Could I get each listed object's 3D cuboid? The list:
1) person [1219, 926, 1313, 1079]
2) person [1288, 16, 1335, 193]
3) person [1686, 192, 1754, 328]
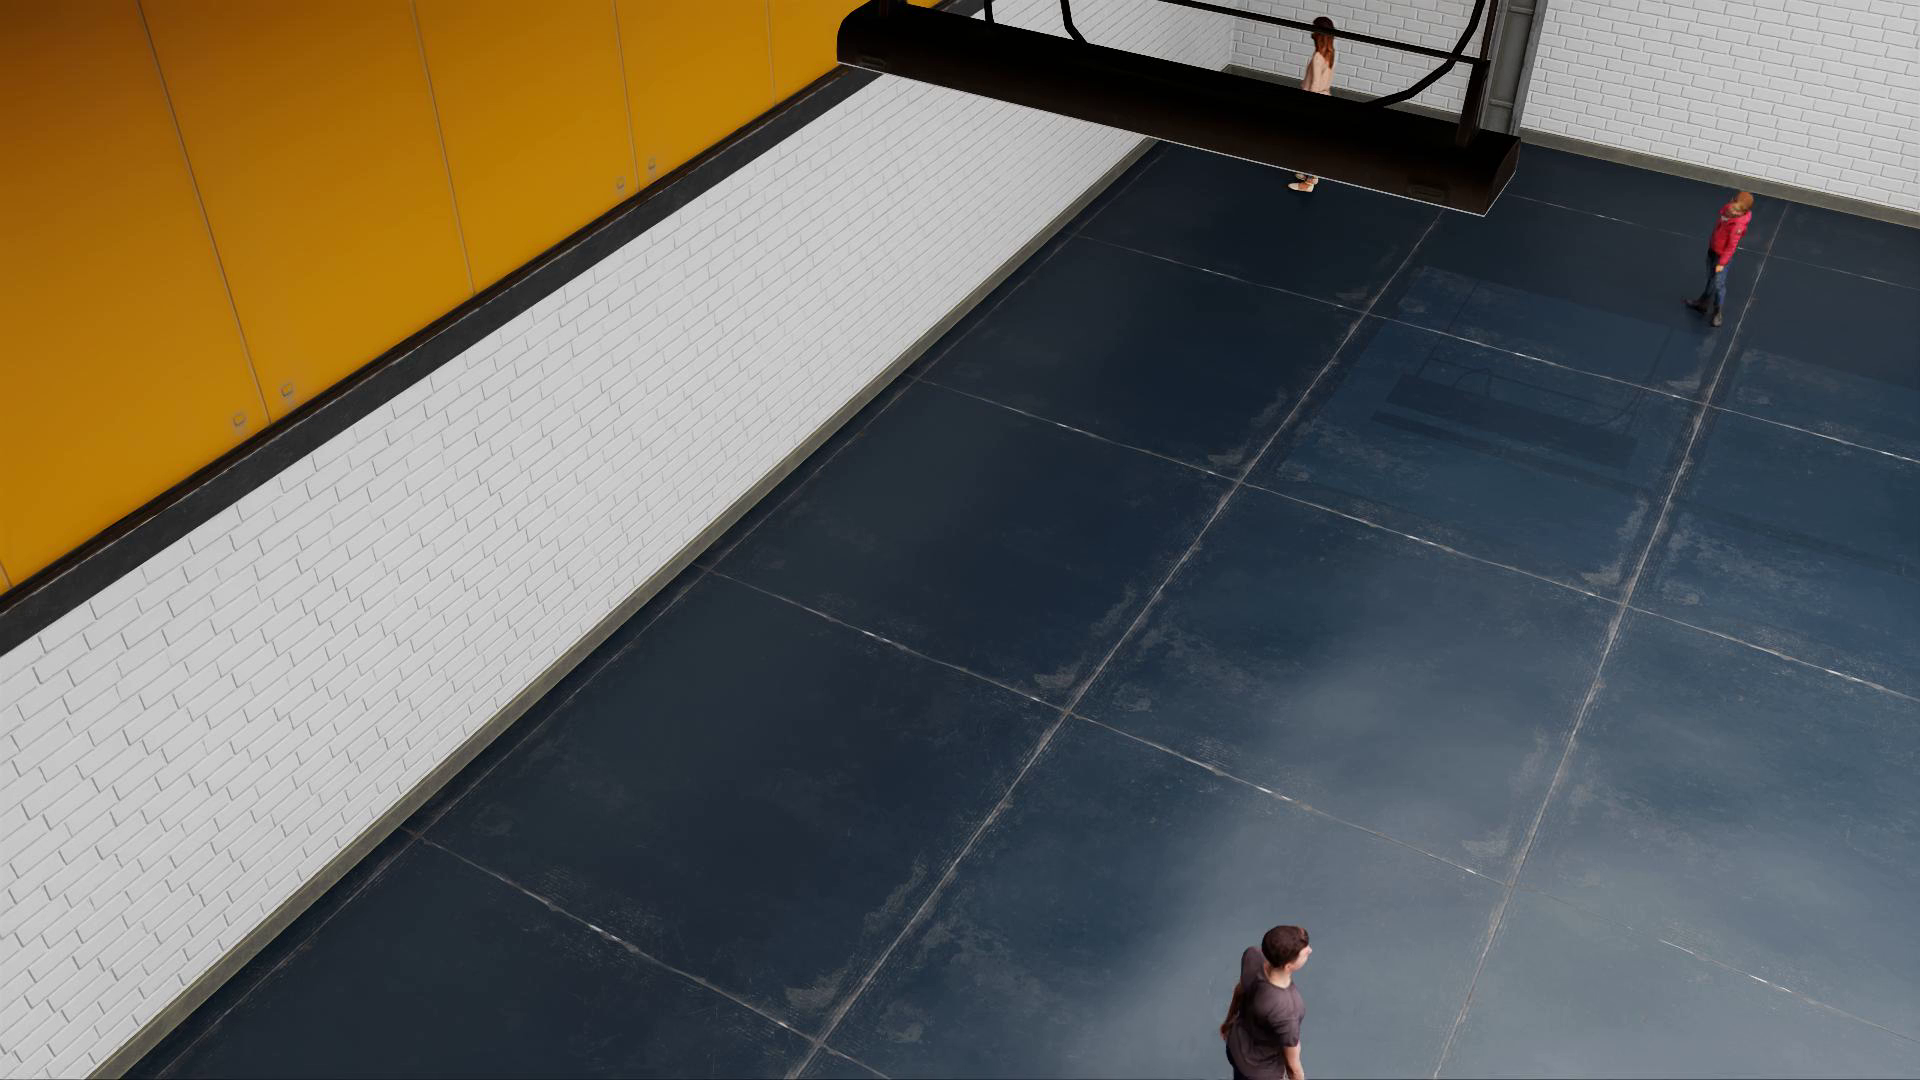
[{"bbox_3d":[1.356,2.528,8.038,1.242,1.803,1.163,-8,39,-10],"label":"person"},{"bbox_3d":[3.563,-4.362,16.675,0.524,1.790,0.600,18,42,21],"label":"person"},{"bbox_3d":[6.796,-2.580,14.843,0.672,1.291,0.698,10,40,12],"label":"person"}]
